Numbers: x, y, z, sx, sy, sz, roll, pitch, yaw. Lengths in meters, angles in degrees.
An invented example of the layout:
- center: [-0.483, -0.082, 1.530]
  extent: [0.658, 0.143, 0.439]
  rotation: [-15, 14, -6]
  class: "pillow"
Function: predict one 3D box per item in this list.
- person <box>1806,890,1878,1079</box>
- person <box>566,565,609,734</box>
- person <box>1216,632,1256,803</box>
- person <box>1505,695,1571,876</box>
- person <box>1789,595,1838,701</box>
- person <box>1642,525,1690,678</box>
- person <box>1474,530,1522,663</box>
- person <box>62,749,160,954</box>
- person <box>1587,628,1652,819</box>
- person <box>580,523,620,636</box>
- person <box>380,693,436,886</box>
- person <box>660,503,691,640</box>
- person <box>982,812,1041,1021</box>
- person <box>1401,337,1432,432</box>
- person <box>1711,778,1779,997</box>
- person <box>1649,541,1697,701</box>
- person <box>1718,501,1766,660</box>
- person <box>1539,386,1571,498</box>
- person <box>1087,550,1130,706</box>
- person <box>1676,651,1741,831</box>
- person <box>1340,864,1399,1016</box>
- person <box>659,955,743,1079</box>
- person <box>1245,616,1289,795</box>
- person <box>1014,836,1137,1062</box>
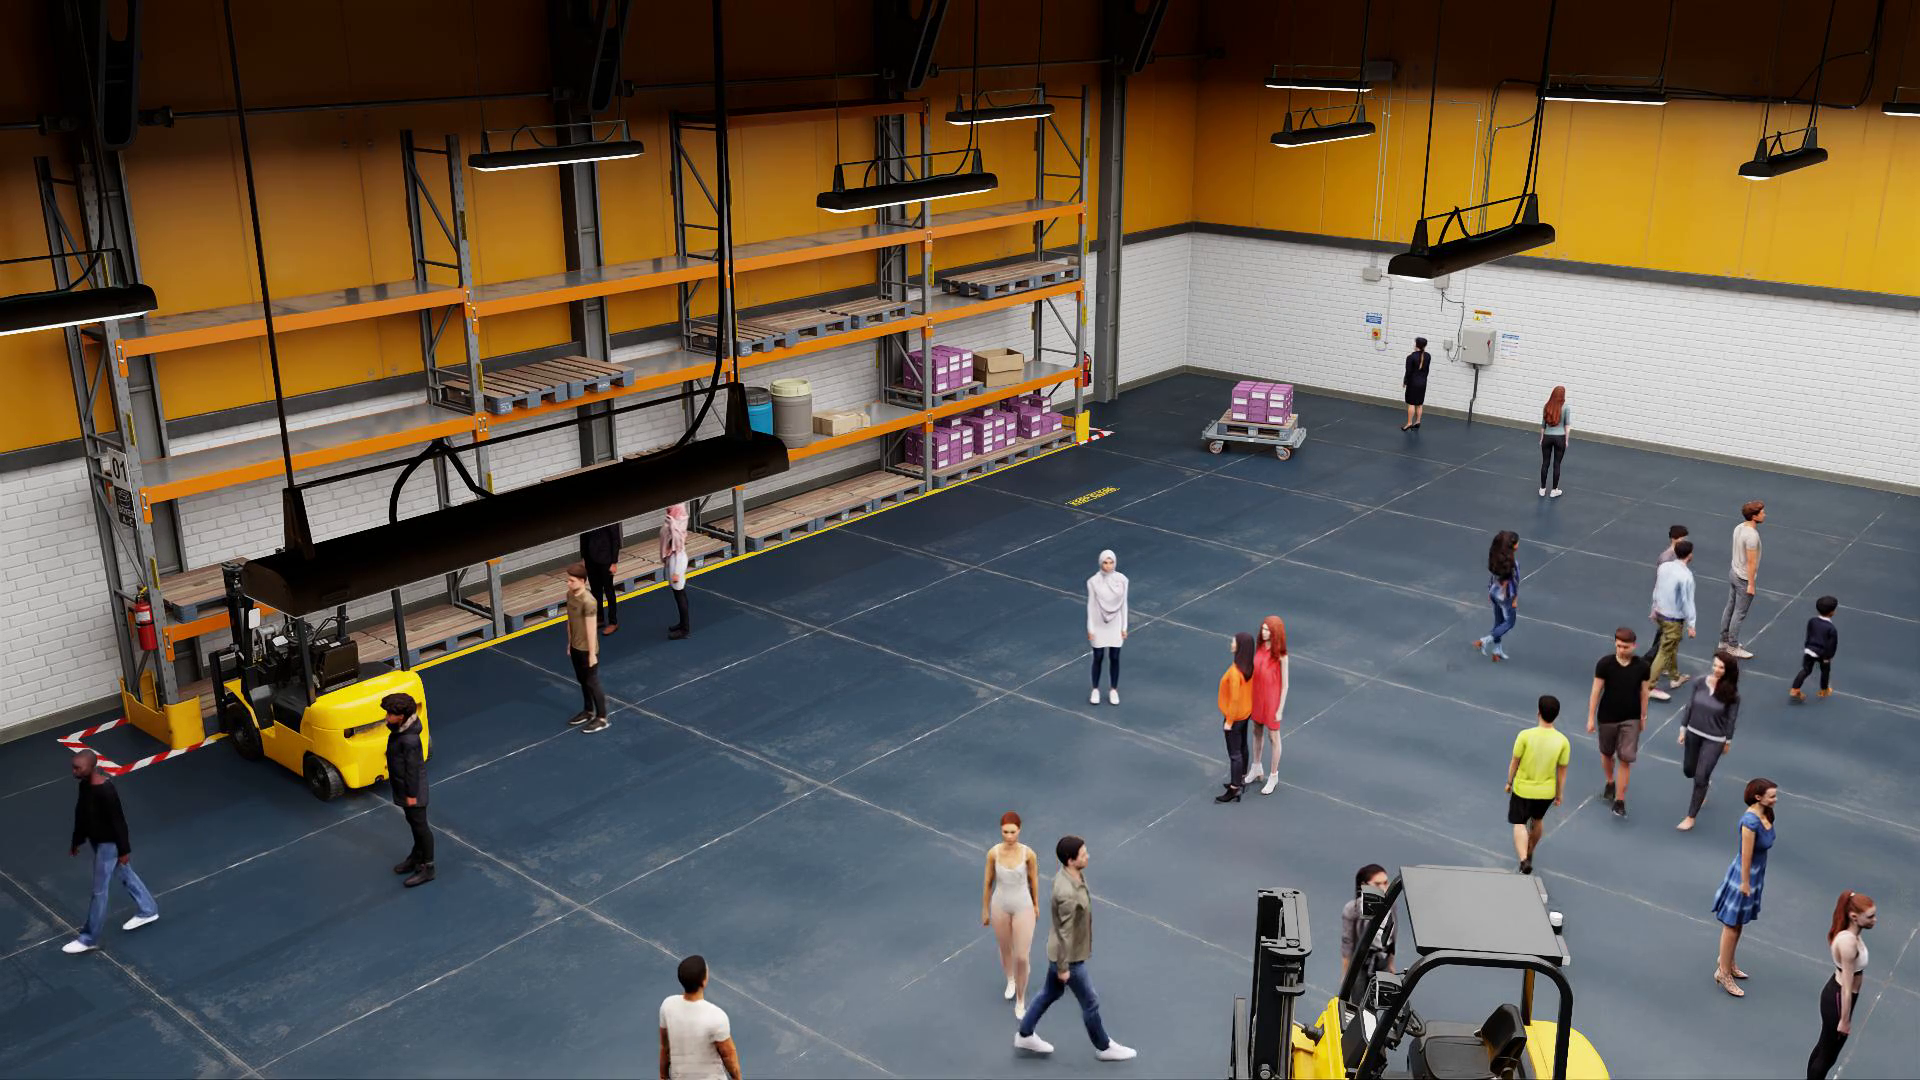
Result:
- center: [6.108, 3.229, 11.568]
  extent: [0.683, 1.742, 0.509]
  rotation: [10, 21, 28]
  class: "person"
- center: [-3.978, 1.127, 17.644]
  extent: [0.624, 1.847, 0.695]
  rotation: [-14, 23, -36]
  class: "person"
- center: [2.694, 1.697, 16.107]
  extent: [0.733, 1.748, 0.575]
  rotation: [9, 20, 24]
  class: "person"
- center: [5.082, 2.214, 14.668]
  extent: [0.957, 1.687, 1.106]
  rotation: [3, 19, 8]
  class: "person"
- center: [9.442, 1.219, 18.384]
  extent: [0.910, 1.201, 0.694]
  rotation: [-10, 21, -27]
  class: "person"
- center: [7.978, 0.695, 18.936]
  extent: [0.801, 1.841, 0.666]
  rotation: [10, 21, 28]
  class: "person"
- center: [6.258, 0.679, 19.352]
  extent: [0.870, 1.607, 0.795]
  rotation: [-5, 19, -15]
  class: "person"
- center: [-6.996, 2.493, 13.803]
  extent: [0.632, 1.711, 1.049]
  rotation: [14, 23, 36]
  class: "person"
- center: [6.360, 1.679, 16.036]
  extent: [0.913, 1.828, 1.155]
  rotation: [6, 19, 17]
  class: "person"
- center: [-4.388, 0.220, 20.283]
  extent: [0.746, 1.882, 0.623]
  rotation: [10, 21, 27]
  class: "person"
- center: [-4.847, 2.162, 14.685]
  extent: [0.671, 1.774, 0.683]
  rotation: [-12, 22, -31]
  class: "person"
- center: [-3.413, 0.317, 20.120]
  extent: [0.785, 1.803, 0.721]
  rotation: [-1, 19, -4]
  class: "person"
- center: [0.417, 2.832, 12.926]
  extent: [0.768, 1.627, 0.859]
  rotation: [4, 19, 11]
  class: "person"
- center: [8.074, -2.763, 29.465]
  extent: [0.707, 1.675, 0.847]
  rotation: [-10, 21, -26]
  class: "person"
- center: [6.181, 2.693, 13.061]
  extent: [0.751, 1.805, 0.548]
  rotation: [12, 22, 31]
  class: "person"
- center: [7.818, 0.885, 18.457]
  extent: [1.088, 1.787, 1.025]
  rotation: [-1, 19, -4]
  class: "person"
- center: [9.230, 0.438, 19.610]
  extent: [0.796, 1.898, 0.701]
  rotation: [1, 19, 4]
  class: "person"
- center: [9.182, -1.532, 25.703]
  extent: [0.603, 1.743, 0.579]
  rotation: [11, 22, 30]
  class: "person"
- center: [1.622, 0.949, 18.285]
  extent: [0.683, 1.775, 0.736]
  rotation: [-1, 19, -3]
  class: "person"
- center: [7.067, 1.836, 15.691]
  extent: [1.031, 1.750, 0.712]
  rotation: [-15, 24, -37]
  class: "person"
- center: [2.941, 3.099, 12.054]
  extent: [0.672, 1.678, 0.774]
  rotation: [-8, 20, -22]
  class: "person"
- center: [-1.724, 3.532, 10.636]
  extent: [0.879, 1.762, 1.202]
  rotation: [9, 20, 24]
  class: "person"
- center: [3.017, 1.593, 16.292]
  extent: [0.612, 1.827, 0.652]
  rotation: [-11, 22, -30]
  class: "person"
- center: [0.701, 3.001, 12.125]
  extent: [1.188, 1.819, 1.203]
  rotation: [1, 19, 4]
  class: "person"
